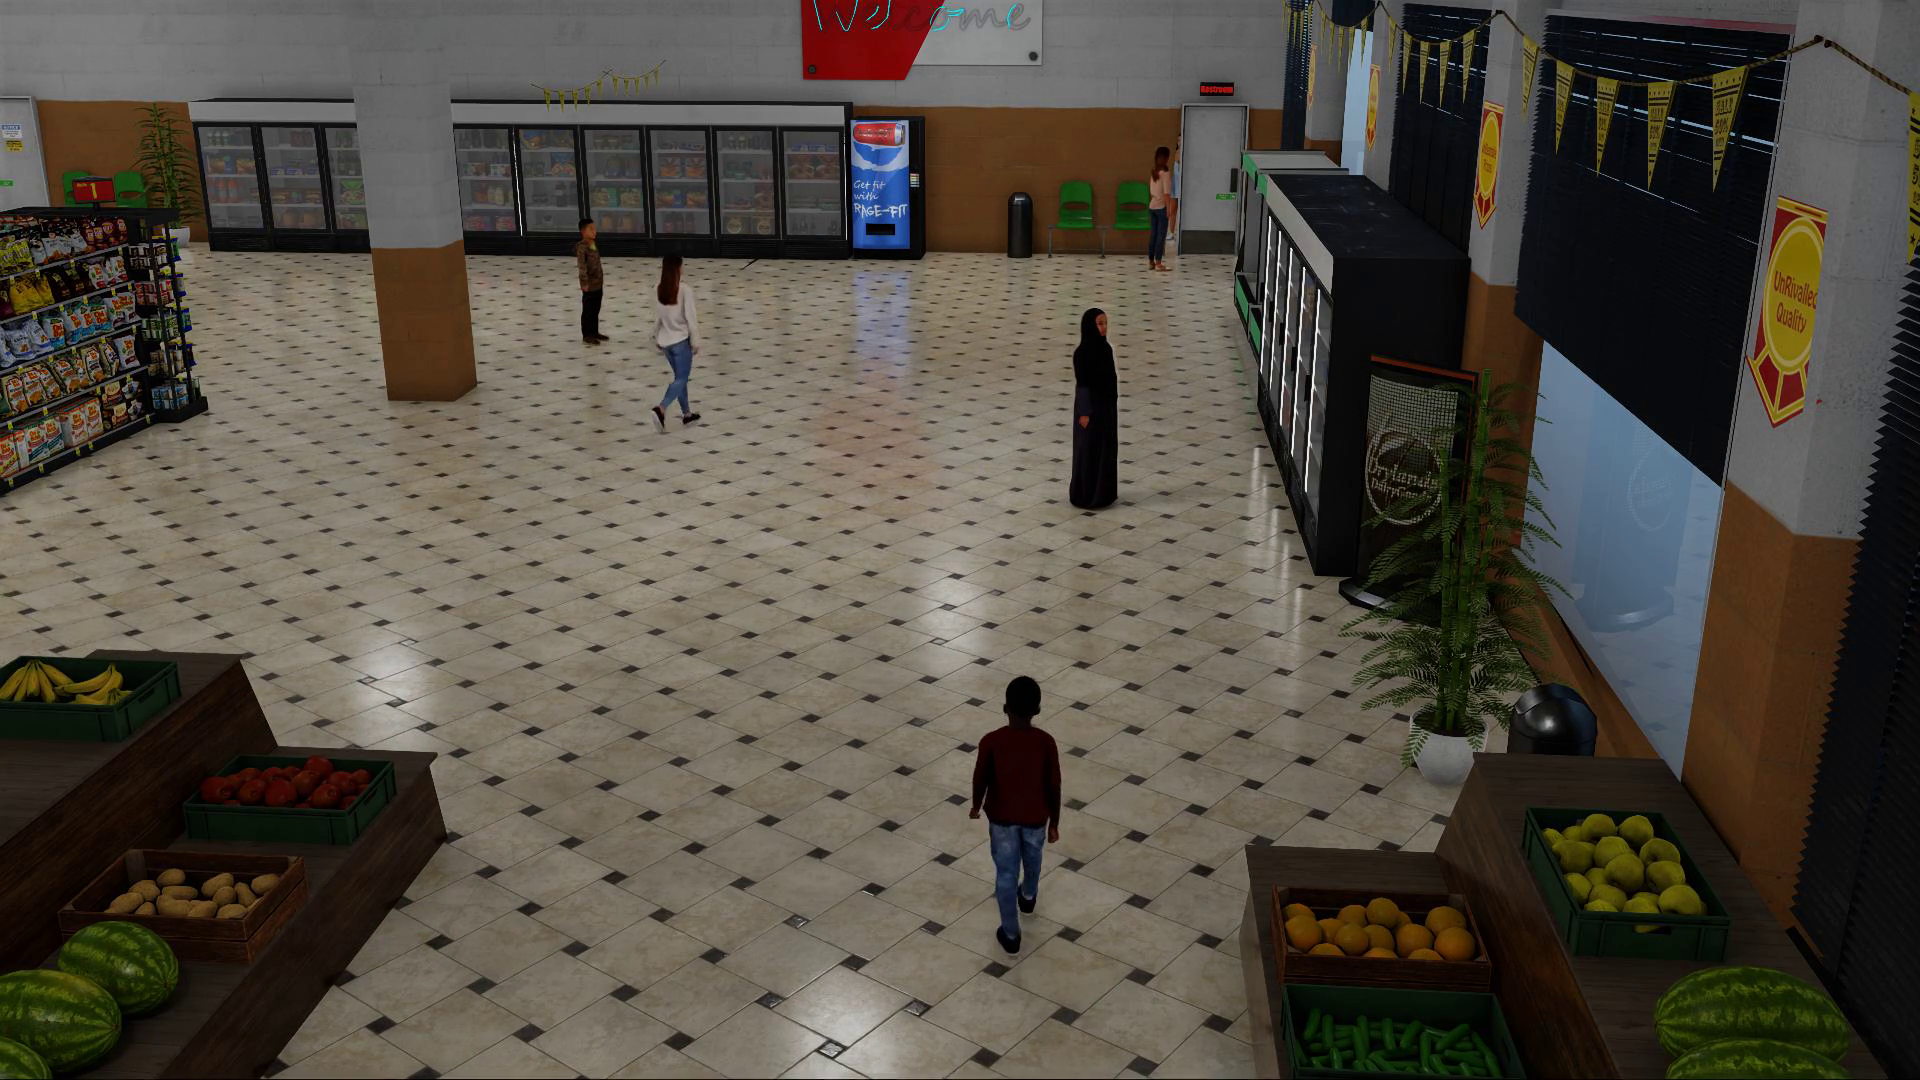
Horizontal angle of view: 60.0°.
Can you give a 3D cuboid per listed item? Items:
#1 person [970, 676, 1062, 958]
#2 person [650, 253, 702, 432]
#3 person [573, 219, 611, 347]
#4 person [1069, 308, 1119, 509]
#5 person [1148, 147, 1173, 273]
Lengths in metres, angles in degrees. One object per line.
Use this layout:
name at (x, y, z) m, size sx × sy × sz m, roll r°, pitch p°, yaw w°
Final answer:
person at (0.263, 1.225, 7.231) m, size 0.634 × 1.232 × 0.792 m, roll -4°, pitch 19°, yaw -12°
person at (-2.696, -1.818, 15.569) m, size 0.910 × 1.670 × 1.135 m, roll 10°, pitch 21°, yaw 27°
person at (-4.341, -3.041, 19.534) m, size 0.671 × 1.455 × 0.536 m, roll 4°, pitch 19°, yaw 12°
person at (1.088, -1.075, 13.452) m, size 0.765 × 1.614 × 0.686 m, roll 15°, pitch 24°, yaw 37°
person at (2.925, -4.860, 24.399) m, size 0.731 × 1.792 × 0.621 m, roll -8°, pitch 20°, yaw -23°
